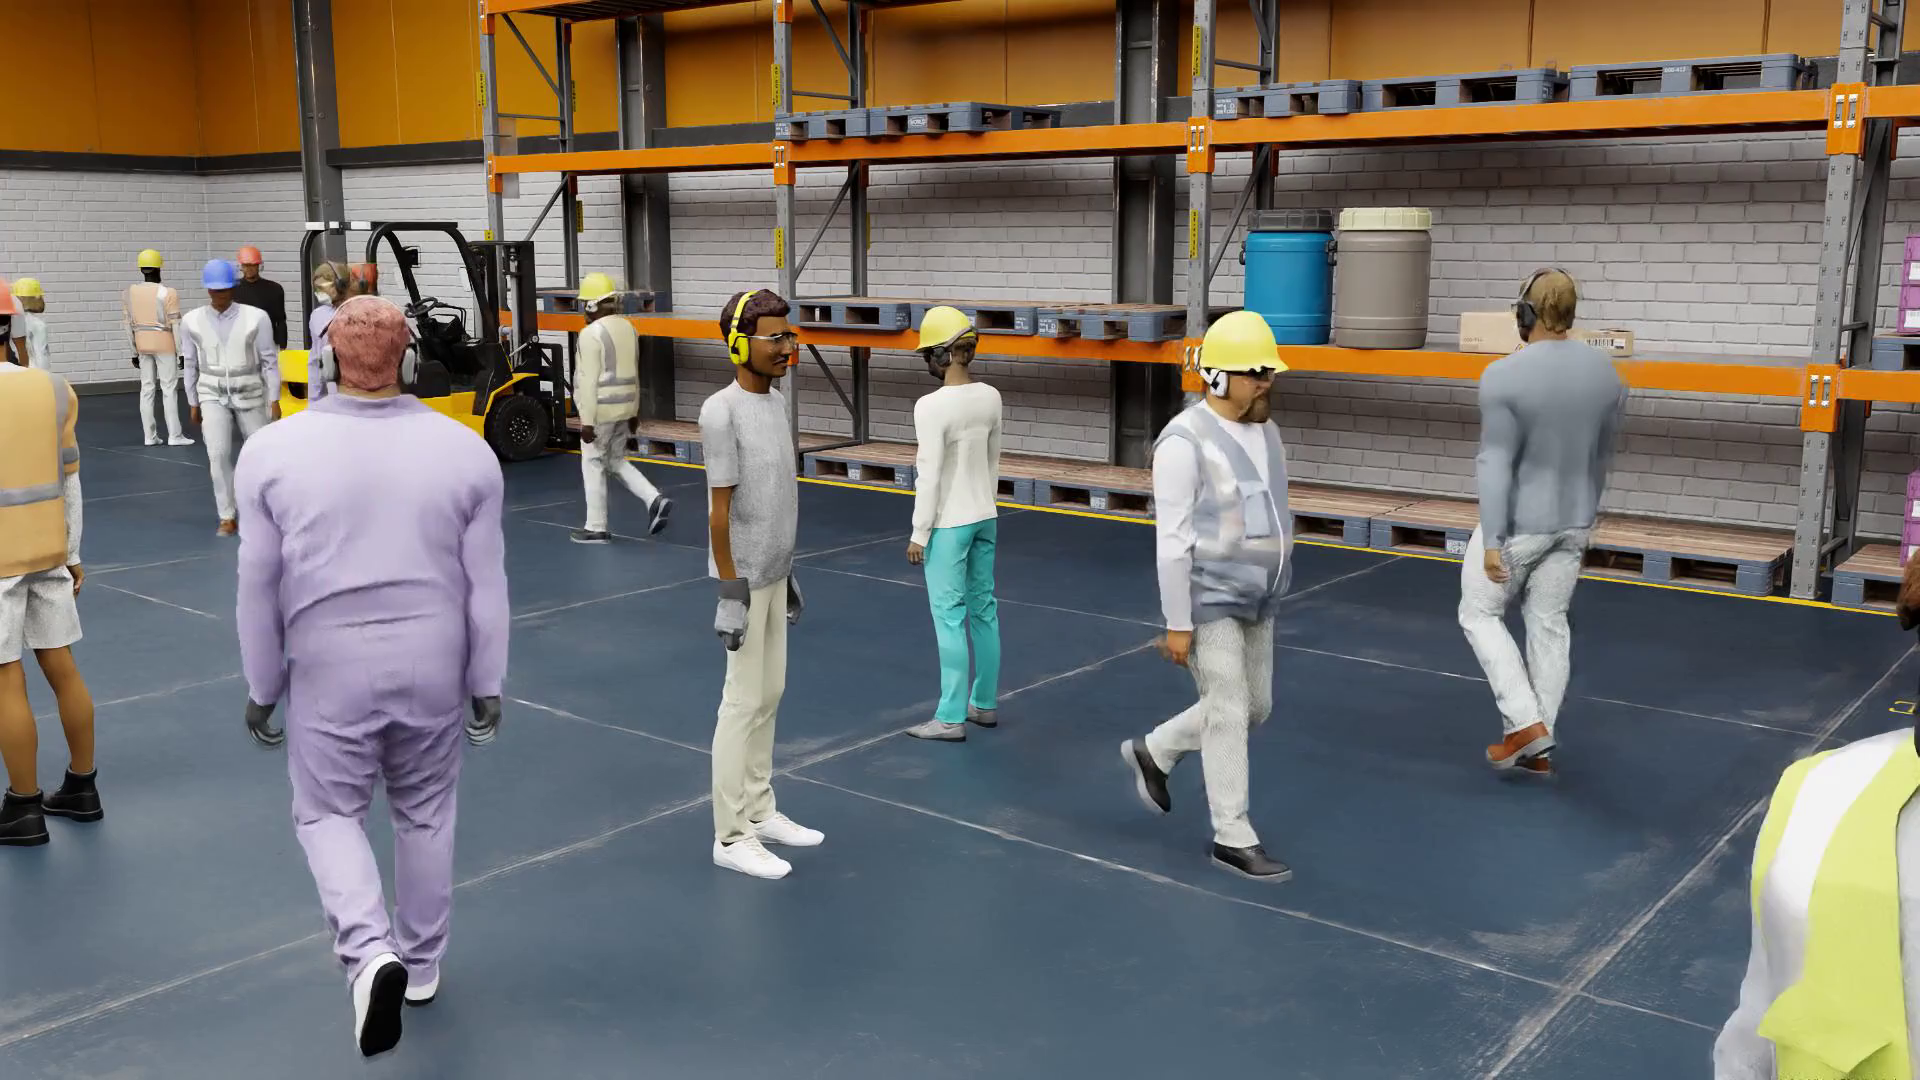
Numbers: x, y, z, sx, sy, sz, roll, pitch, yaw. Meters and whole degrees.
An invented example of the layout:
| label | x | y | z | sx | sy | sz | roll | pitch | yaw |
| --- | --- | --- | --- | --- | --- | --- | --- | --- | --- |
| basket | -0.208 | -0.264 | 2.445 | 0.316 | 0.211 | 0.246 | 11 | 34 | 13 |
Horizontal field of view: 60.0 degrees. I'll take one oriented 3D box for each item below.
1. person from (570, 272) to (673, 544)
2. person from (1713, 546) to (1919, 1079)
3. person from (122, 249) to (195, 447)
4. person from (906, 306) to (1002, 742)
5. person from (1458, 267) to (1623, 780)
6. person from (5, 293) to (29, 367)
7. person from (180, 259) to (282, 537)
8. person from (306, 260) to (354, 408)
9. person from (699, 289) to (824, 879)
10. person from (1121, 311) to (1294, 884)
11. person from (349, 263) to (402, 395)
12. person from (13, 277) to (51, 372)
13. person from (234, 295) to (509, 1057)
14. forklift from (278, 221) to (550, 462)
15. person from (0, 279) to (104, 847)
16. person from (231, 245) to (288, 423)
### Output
| label | x | y | z | sx | sy | sz | roll | pitch | yaw |
| --- | --- | --- | --- | --- | --- | --- | --- | --- | --- |
| person | -2.296 | -0.858 | 11.025 | 0.613 | 1.816 | 0.598 | 4 | 11 | 19 |
| person | 0.944 | 0.848 | 1.526 | 0.434 | 1.833 | 0.627 | -5 | 11 | -25 |
| person | -7.873 | -1.873 | 16.321 | 0.591 | 1.927 | 0.366 | 1 | 10 | 6 |
| person | -0.030 | -0.061 | 6.751 | 0.321 | 1.761 | 0.522 | 7 | 13 | 35 |
| person | 2.142 | -0.050 | 6.226 | 0.636 | 1.921 | 0.432 | -3 | 11 | -18 |
| person | -6.848 | -1.076 | 11.594 | 0.688 | 2.000 | 0.539 | -7 | 12 | -34 |
| person | -5.042 | -0.999 | 11.581 | 0.640 | 1.906 | 0.810 | -3 | 11 | -15 |
| person | -3.971 | -0.907 | 11.066 | 0.629 | 1.896 | 0.899 | 7 | 12 | 32 |
| person | -0.640 | 0.135 | 5.360 | 0.315 | 1.869 | 0.534 | 3 | 11 | 16 |
| person | 0.794 | 0.167 | 5.351 | 0.641 | 1.811 | 0.586 | 9 | 14 | 42 |
| person | -4.746 | -1.283 | 13.306 | 1.002 | 1.827 | 0.594 | -1 | 10 | -4 |
| person | -7.623 | -1.267 | 13.530 | 0.497 | 1.723 | 0.618 | 4 | 11 | 22 |
| person | -1.440 | 0.341 | 4.154 | 0.642 | 1.892 | 0.692 | -5 | 11 | -27 |
| forklift | -4.922 | -1.741 | 14.854 | 1.214 | 2.155 | 2.313 | 8 | 13 | 38 |
| person | -3.209 | 0.061 | 5.587 | 0.373 | 1.933 | 0.551 | 4 | 11 | 19 |
| person | -7.117 | -1.988 | 16.819 | 0.634 | 1.978 | 0.667 | -3 | 11 | -16 |
